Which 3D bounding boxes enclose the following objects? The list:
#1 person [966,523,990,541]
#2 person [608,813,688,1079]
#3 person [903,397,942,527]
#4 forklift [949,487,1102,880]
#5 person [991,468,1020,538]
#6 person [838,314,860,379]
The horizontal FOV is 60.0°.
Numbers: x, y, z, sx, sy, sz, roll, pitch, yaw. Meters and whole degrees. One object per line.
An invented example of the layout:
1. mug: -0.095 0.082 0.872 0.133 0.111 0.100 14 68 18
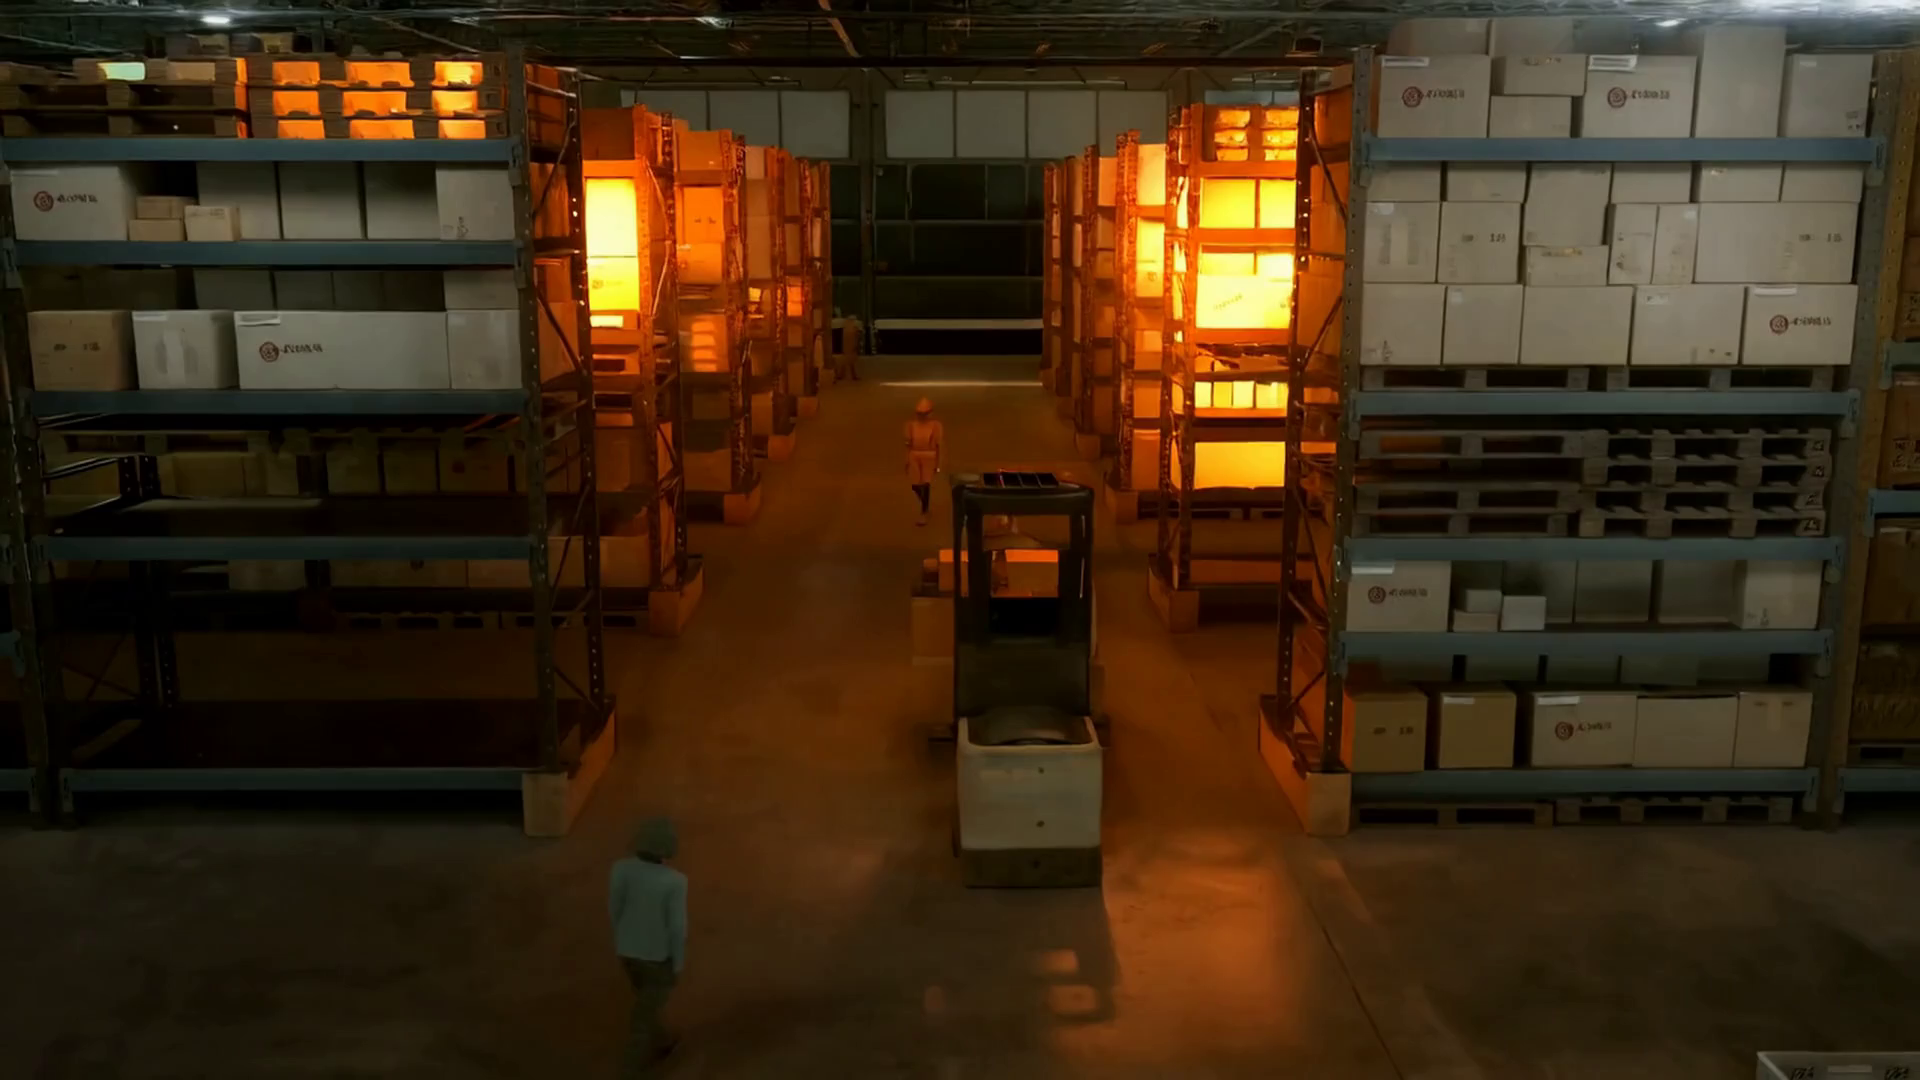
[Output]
1. person: 0.139 0.743 16.544 0.994 1.855 0.671 1 11 3
2. person: -1.744 2.328 9.413 0.513 1.564 0.879 6 13 26
3. person: -0.561 -1.241 25.980 0.630 2.030 0.689 4 12 17
4. forklift: 0.495 0.986 12.813 1.129 2.768 1.873 0 11 -2
5. person: 0.628 -0.091 21.169 0.753 1.669 0.534 -9 14 -37
6. person: -3.199 -5.569 47.843 0.914 1.872 0.648 9 14 36
